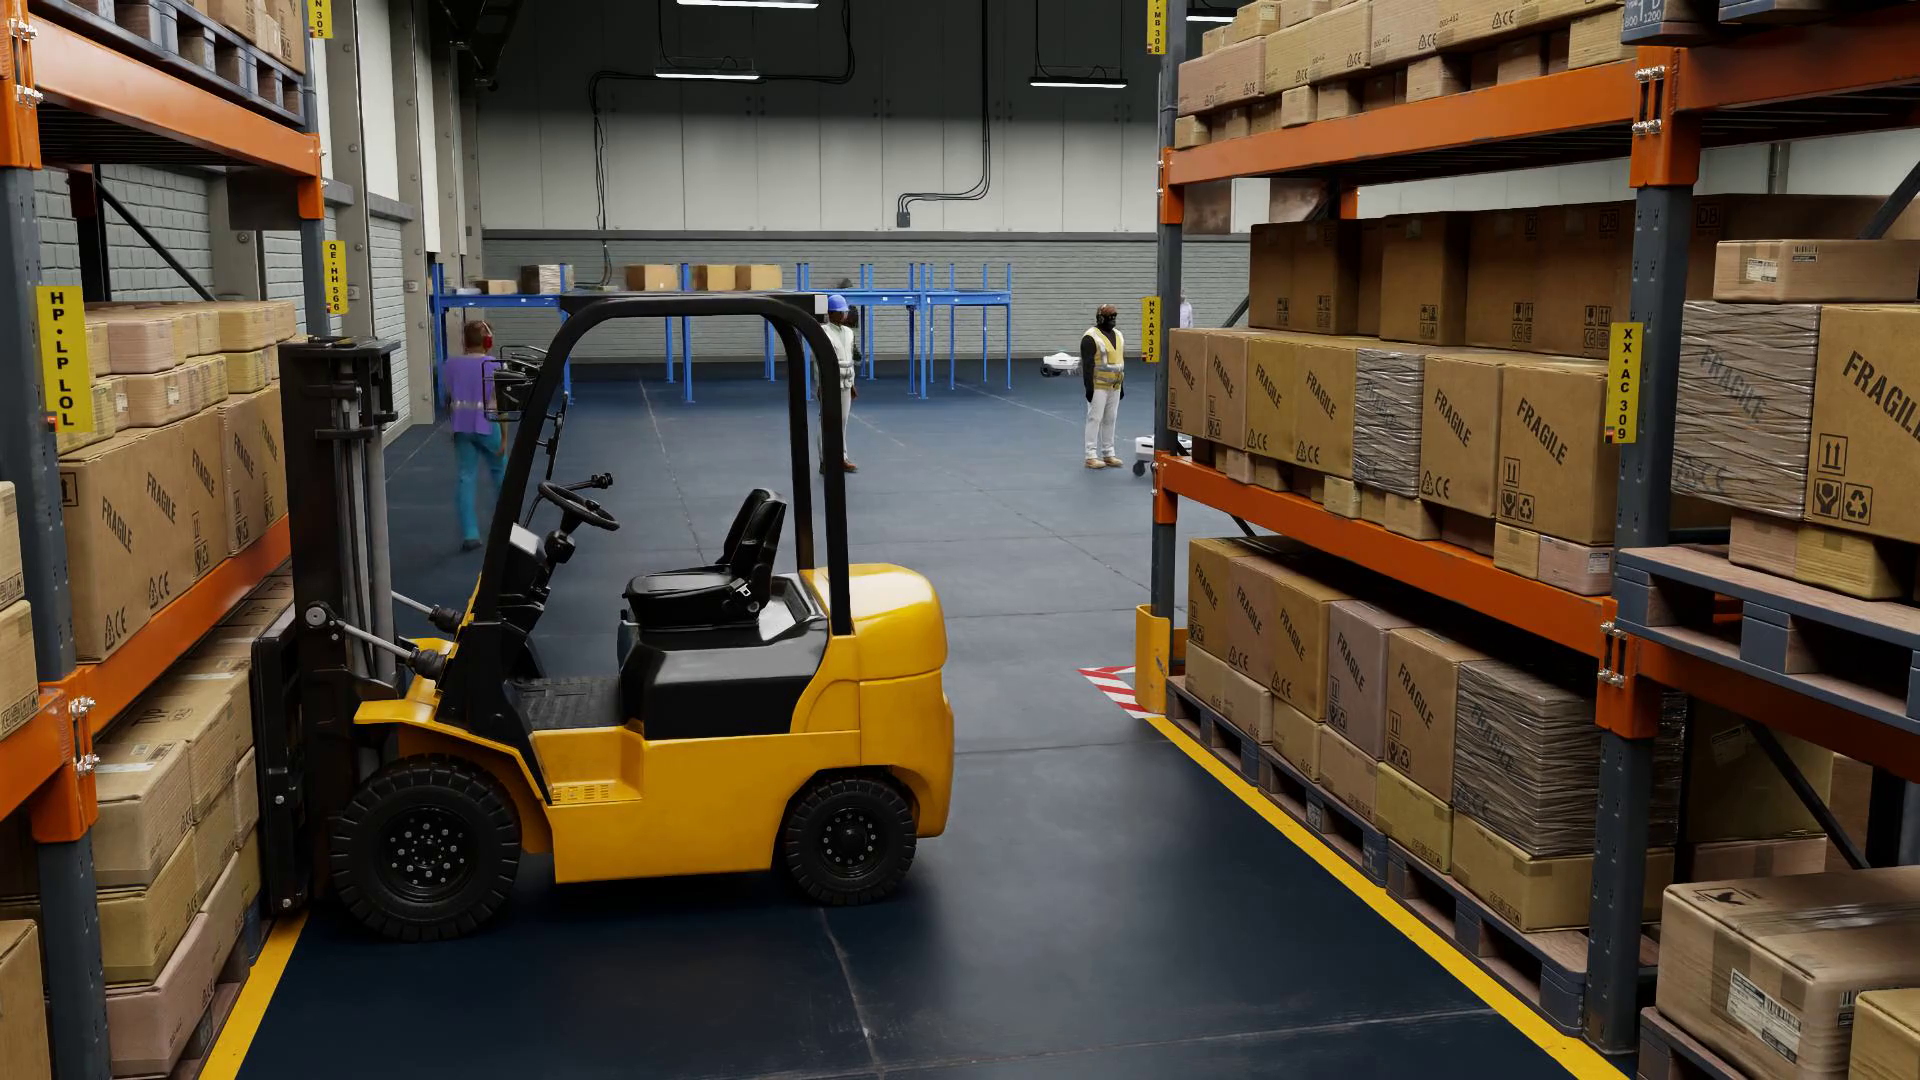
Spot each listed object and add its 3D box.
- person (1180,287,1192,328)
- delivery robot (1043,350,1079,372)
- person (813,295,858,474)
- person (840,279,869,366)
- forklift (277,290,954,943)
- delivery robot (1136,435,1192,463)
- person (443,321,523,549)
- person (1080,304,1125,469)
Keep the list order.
[{"bbox_3d":[4.242,-4.055,32.814,0.684,1.871,0.822,-4,10,-21],"label":"person"},{"bbox_3d":[2.094,-3.691,34.404,0.707,0.478,0.477,5,11,30],"label":"delivery robot"},{"bbox_3d":[-1.364,-1.709,18.246,0.389,1.948,0.608,7,12,37],"label":"person"},{"bbox_3d":[-2.571,-4.999,38.148,1.022,2.000,0.682,1,9,8],"label":"person"},{"bbox_3d":[-1.179,0.175,6.143,2.313,2.155,1.214,-2,10,-12],"label":"forklift"},{"bbox_3d":[2.222,-0.981,17.890,0.477,0.478,0.707,-7,12,-36],"label":"delivery robot"},{"bbox_3d":[-3.875,-0.864,13.534,0.585,1.808,0.883,1,9,7],"label":"person"},{"bbox_3d":[1.631,-1.733,18.761,0.431,1.836,0.619,9,13,44],"label":"person"}]
